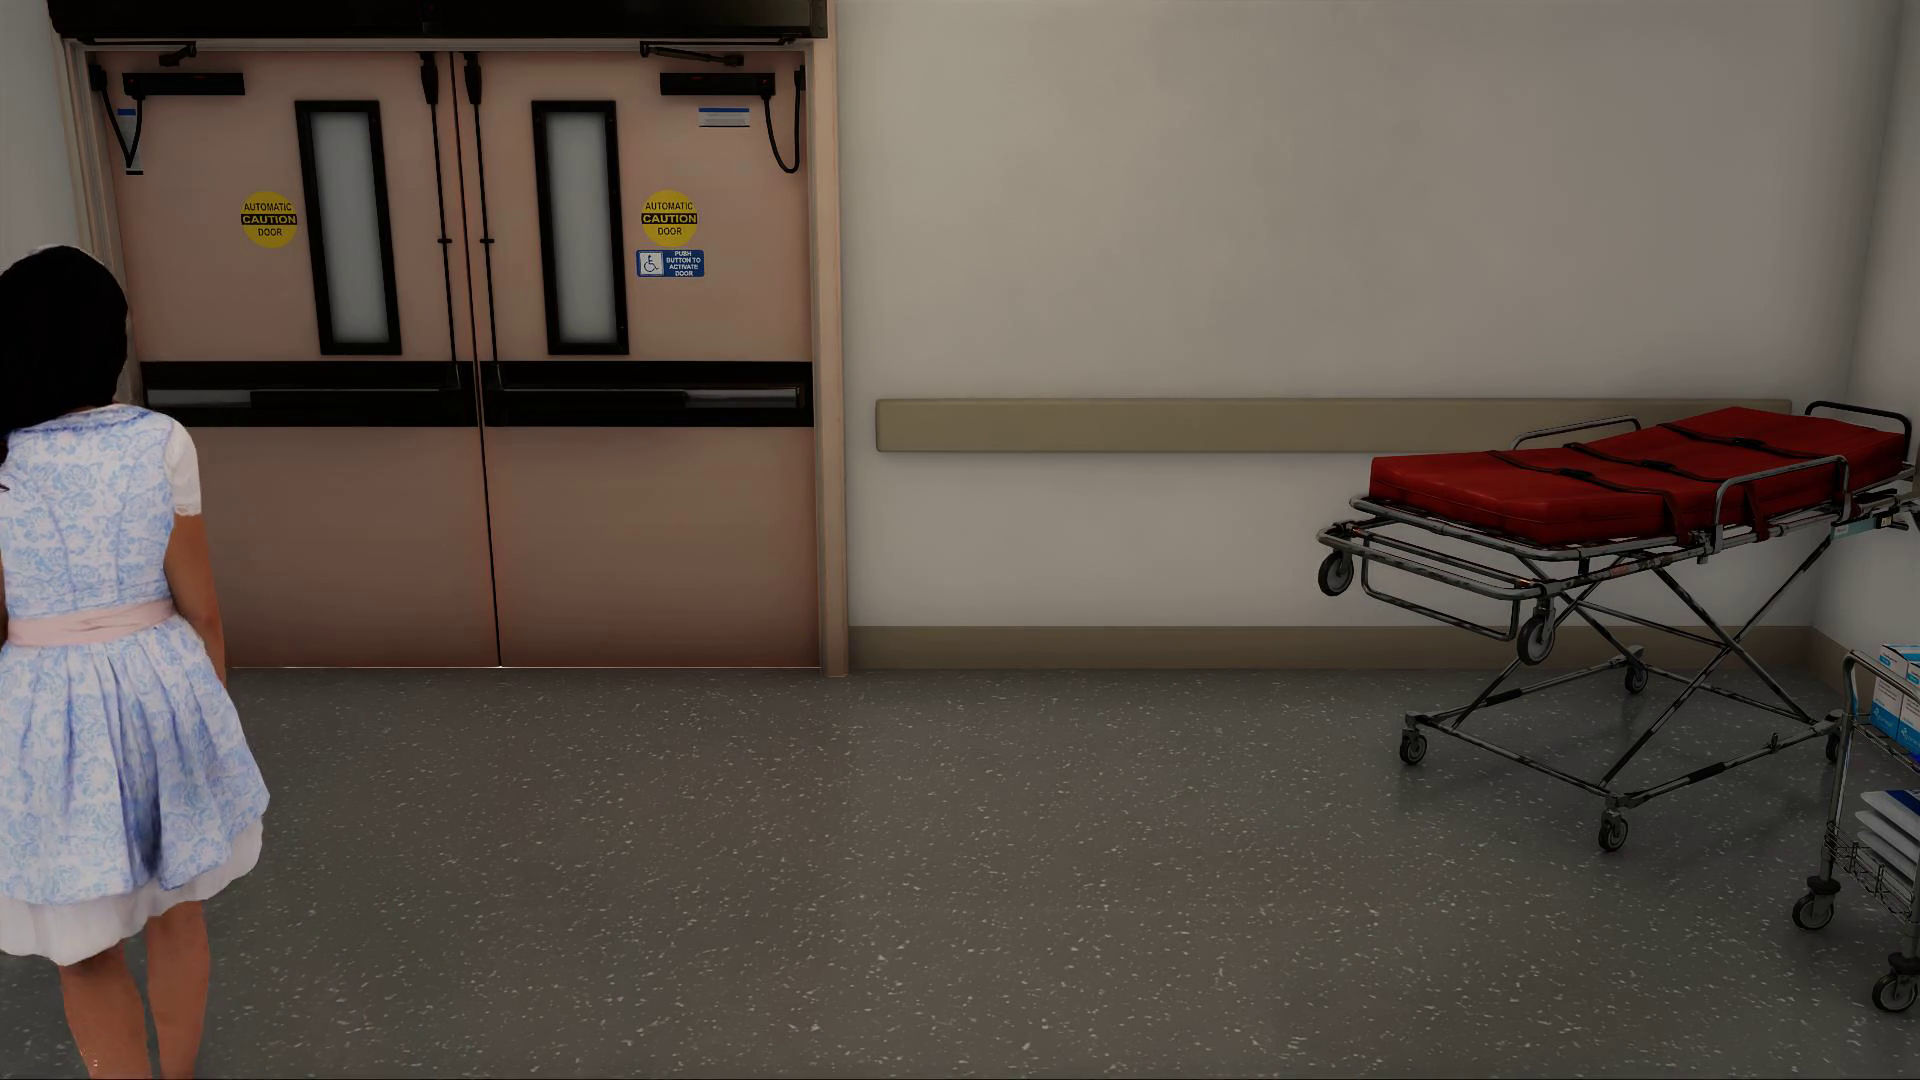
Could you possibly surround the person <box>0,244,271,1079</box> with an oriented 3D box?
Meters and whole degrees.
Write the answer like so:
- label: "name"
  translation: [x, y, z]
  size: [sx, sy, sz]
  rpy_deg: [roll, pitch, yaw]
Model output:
- label: "person"
  translation: [-1.467, 0.421, 2.901]
  size: [0.989, 1.801, 1.165]
  rpy_deg: [-9, 18, -28]
